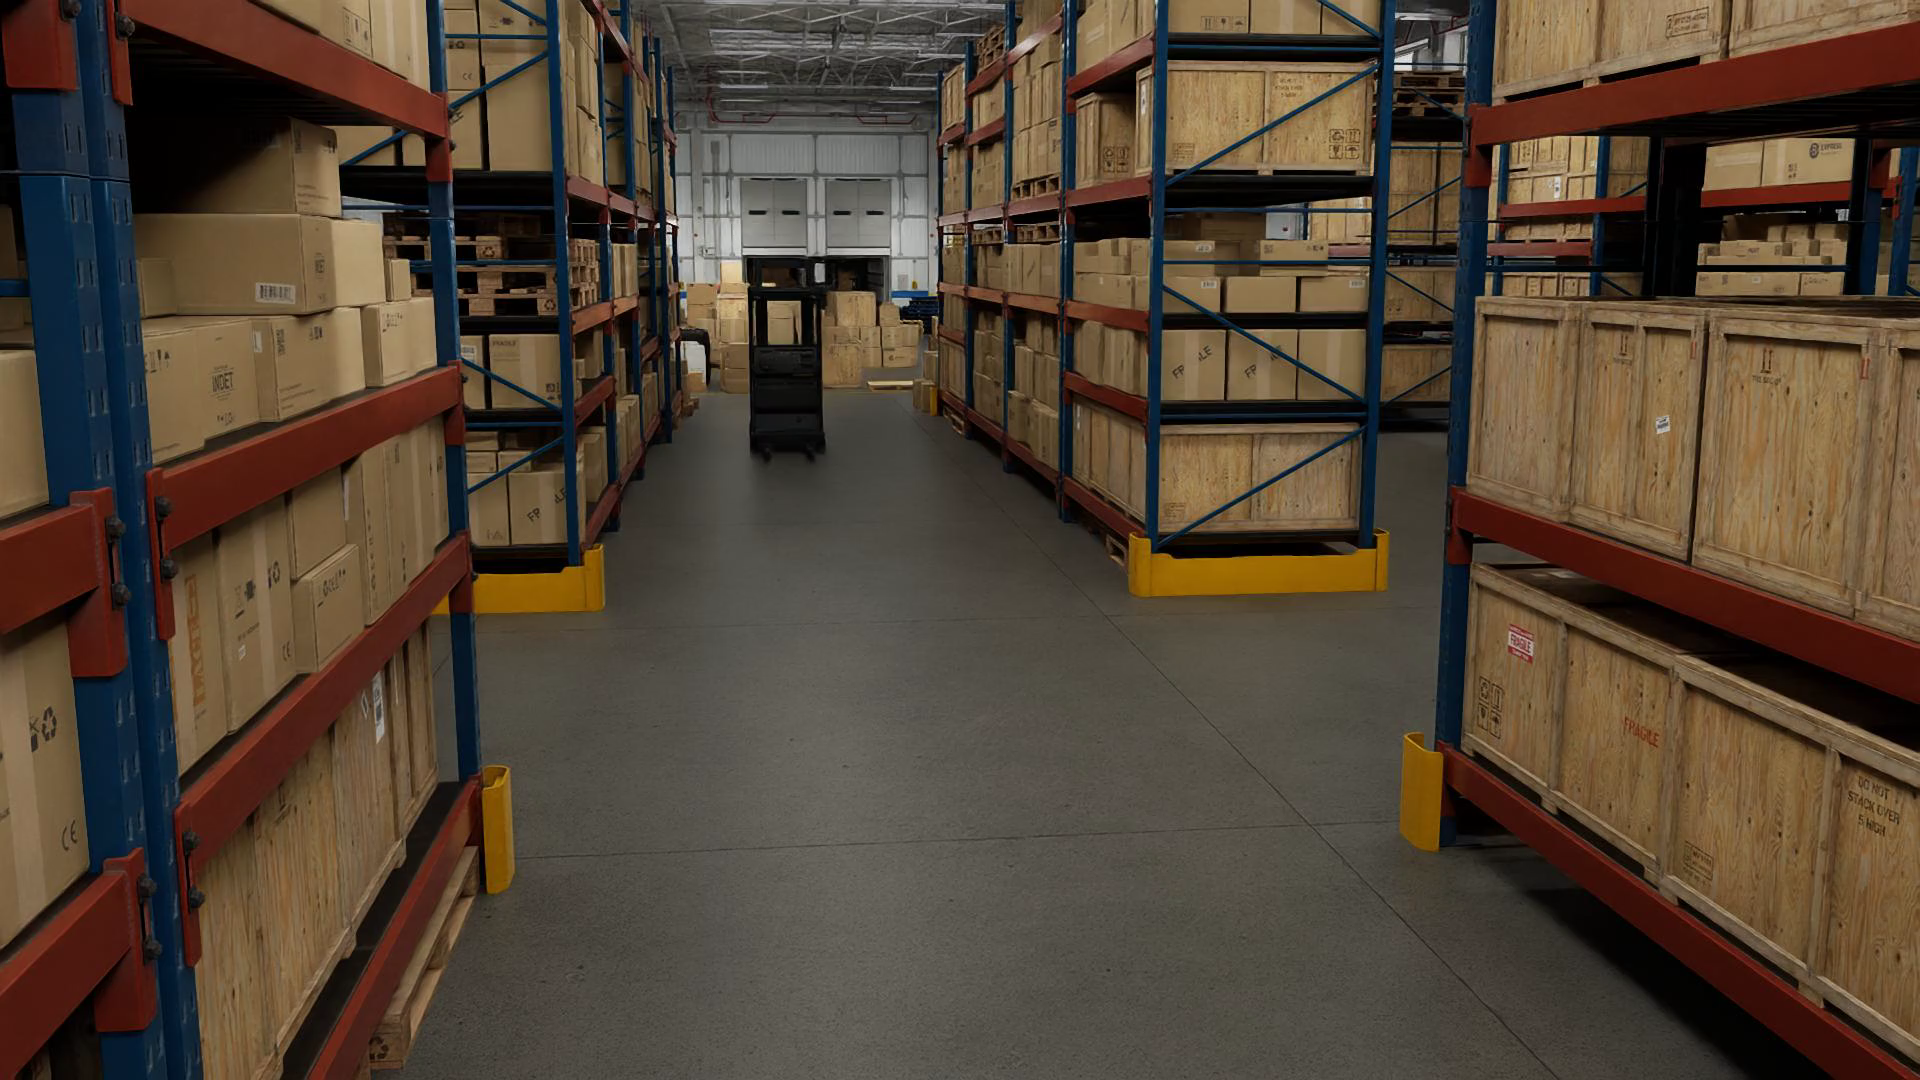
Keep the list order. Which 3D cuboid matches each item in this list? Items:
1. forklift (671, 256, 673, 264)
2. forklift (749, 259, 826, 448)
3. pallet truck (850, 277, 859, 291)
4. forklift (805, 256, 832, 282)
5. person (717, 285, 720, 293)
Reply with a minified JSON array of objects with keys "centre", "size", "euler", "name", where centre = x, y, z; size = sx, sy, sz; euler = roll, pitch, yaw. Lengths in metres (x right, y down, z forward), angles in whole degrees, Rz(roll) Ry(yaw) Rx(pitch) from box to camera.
[{"centre":[-11.202,-9.362,63.071],"size":[1.129,2.768,1.873],"euler":[-1,10,-7],"name":"forklift"},{"centre":[-2.665,-2.879,25.327],"size":[1.129,2.768,1.873],"euler":[-1,10,-7],"name":"forklift"},{"centre":[-3.782,-9.391,65.808],"size":[1.885,1.965,0.823],"euler":[2,10,10],"name":"pallet truck"},{"centre":[-4.925,-8.543,58.301],"size":[1.129,2.768,1.873],"euler":[-7,12,-35],"name":"forklift"},{"centre":[-7.961,-7.667,56.107],"size":[0.743,1.890,0.462],"euler":[0,10,-3],"name":"person"}]
